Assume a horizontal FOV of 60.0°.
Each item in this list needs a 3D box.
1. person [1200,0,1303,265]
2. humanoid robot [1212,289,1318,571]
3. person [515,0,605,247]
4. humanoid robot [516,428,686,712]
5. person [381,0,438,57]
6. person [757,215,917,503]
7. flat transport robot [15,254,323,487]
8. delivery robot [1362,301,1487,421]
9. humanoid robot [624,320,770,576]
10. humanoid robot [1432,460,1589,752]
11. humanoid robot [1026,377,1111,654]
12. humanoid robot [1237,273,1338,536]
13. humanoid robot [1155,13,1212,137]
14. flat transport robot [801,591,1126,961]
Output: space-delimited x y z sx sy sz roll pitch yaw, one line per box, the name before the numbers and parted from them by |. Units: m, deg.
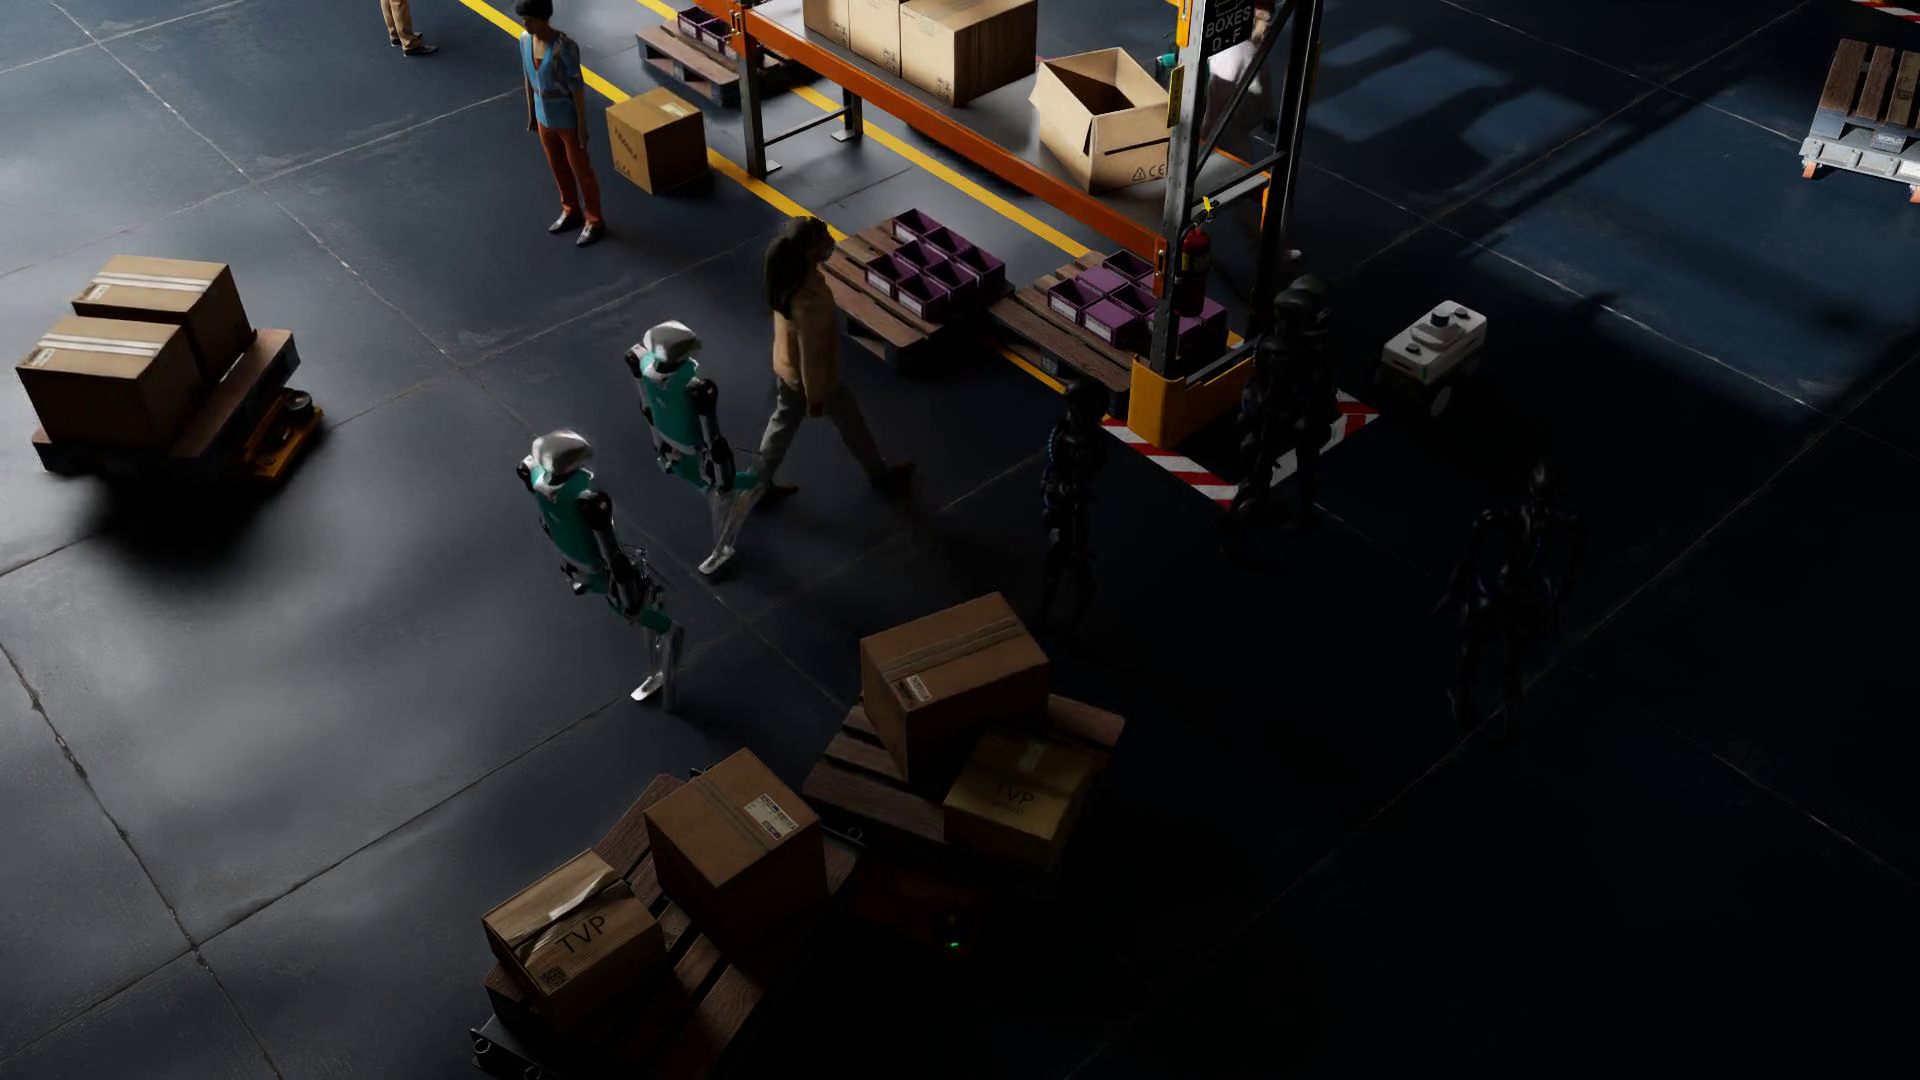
person | 1.857 -2.684 10.839 0.975 1.854 0.647 14 44 15
humanoid robot | 1.581 -0.619 8.732 0.378 1.641 0.609 9 43 10
person | -2.675 -2.803 11.045 0.497 1.759 0.341 22 47 22
humanoid robot | -1.582 0.125 7.900 0.547 1.810 0.746 29 50 28
person | -4.507 -4.694 13.103 0.325 1.752 0.560 -25 48 -25
person | -0.777 -0.971 9.007 0.983 1.818 0.569 -20 46 -20
flat transport robot | -4.589 -0.664 9.818 1.431 0.231 0.659 6 43 6
delivery robot | 2.865 -1.143 10.111 0.747 0.572 0.499 -34 52 -31
humanoid robot | -1.240 -0.436 8.556 0.566 1.863 0.779 26 49 25
humanoid robot | 2.529 0.339 7.697 0.589 1.643 0.541 3 43 3
humanoid robot | 0.528 -0.127 8.199 0.367 1.645 0.588 0 43 0
humanoid robot | 1.788 -0.693 8.818 0.477 1.641 0.585 -16 45 -17
humanoid robot | 1.648 -3.658 12.016 0.530 1.777 0.998 -18 45 -18
flat transport robot | 0.005 1.245 7.740 0.659 0.231 1.431 17 45 17
